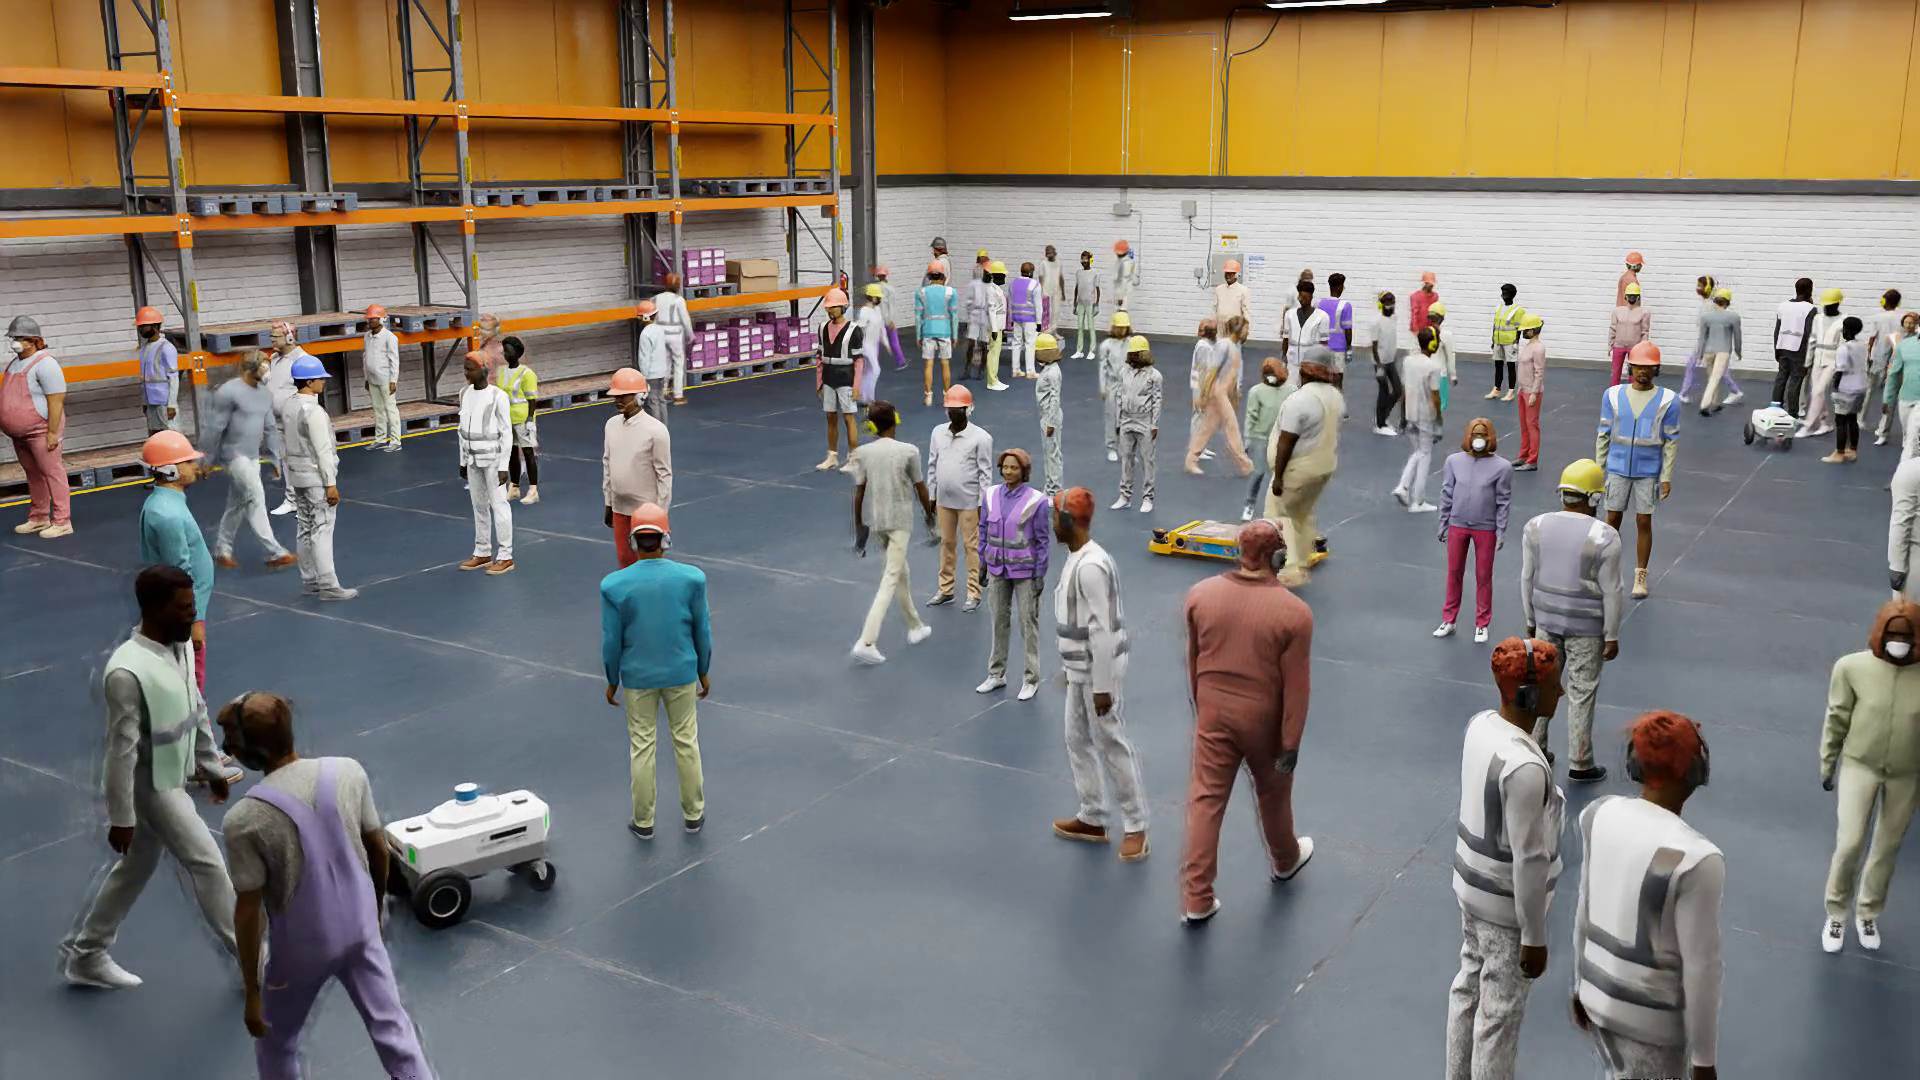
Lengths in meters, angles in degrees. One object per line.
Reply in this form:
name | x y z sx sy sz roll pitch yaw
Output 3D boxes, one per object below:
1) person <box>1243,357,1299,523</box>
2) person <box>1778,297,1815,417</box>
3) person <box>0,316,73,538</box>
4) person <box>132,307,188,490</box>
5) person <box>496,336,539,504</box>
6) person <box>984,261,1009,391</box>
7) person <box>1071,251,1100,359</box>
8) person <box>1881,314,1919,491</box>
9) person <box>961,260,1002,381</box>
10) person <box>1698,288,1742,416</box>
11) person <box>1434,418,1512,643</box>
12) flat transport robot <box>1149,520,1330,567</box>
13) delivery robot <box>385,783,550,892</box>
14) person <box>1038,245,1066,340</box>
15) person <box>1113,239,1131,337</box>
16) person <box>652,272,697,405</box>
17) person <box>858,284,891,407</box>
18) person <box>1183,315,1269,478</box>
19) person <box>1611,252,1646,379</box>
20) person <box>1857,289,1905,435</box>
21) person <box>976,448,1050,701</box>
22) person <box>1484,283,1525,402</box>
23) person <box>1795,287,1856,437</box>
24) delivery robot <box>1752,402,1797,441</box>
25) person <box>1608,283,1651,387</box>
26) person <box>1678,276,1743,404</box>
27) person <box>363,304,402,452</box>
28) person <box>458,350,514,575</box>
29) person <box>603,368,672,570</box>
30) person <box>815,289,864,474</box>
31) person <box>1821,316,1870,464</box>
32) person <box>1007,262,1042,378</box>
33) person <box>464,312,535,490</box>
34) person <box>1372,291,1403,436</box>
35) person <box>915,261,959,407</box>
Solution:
person | 3.014 -0.955 15.889 0.640 1.618 0.428 -3 13 -14
person | 11.345 -2.497 22.506 0.514 1.645 0.309 8 15 31
person | -8.551 -1.039 15.312 0.682 2.000 0.537 8 15 31
person | -8.388 -1.467 17.397 0.545 1.938 0.362 8 15 31
person | -4.482 -1.211 16.806 0.535 1.700 0.318 8 15 31
person | 0.557 -3.219 25.017 0.366 1.927 0.588 2 13 10
person | 2.181 -4.070 28.834 0.514 1.872 0.328 8 15 31
person | 10.161 -1.493 17.615 1.021 1.895 0.640 -9 16 -33
person | 0.319 -3.417 25.972 0.691 1.881 0.396 2 13 11
person | 10.284 -2.557 22.601 0.938 1.720 0.520 -11 17 -39
person | 3.704 -0.076 12.022 0.500 1.636 0.280 8 15 31
flat transport robot | 2.443 0.027 14.566 1.431 0.197 0.652 8 15 31
delivery robot | -2.307 1.387 7.828 0.707 0.478 0.477 -11 17 -37
person | 1.746 -4.687 31.615 0.577 1.826 0.388 -5 14 -21
person | 2.961 -4.555 30.709 0.387 1.989 0.724 -1 13 -6
person | -4.022 -2.839 23.501 0.612 1.865 0.500 9 16 34
person | -1.200 -2.671 23.044 0.569 1.745 0.555 5 14 20
person | 2.880 -1.552 18.125 0.954 1.771 0.581 5 14 21
person | 10.556 -3.541 26.264 0.381 1.994 0.614 0 13 2
person | 11.670 -2.253 21.061 0.498 1.815 0.924 3 13 13
person | 0.344 0.211 10.758 0.514 1.645 0.309 8 15 31
person | 7.826 -2.832 23.851 0.319 1.693 0.532 -7 15 -28
person | 10.751 -2.198 20.690 0.652 1.886 0.652 -4 14 -18
delivery robot | 9.790 -1.416 19.998 0.477 0.478 0.707 2 13 10
person | 9.178 -2.644 22.869 0.525 1.772 0.306 8 15 31
person | 10.675 -2.834 23.594 0.978 1.826 0.535 3 13 11
person | -6.907 -1.932 19.804 0.563 1.755 0.321 8 15 31
person | -3.999 -0.651 13.977 0.575 1.883 0.355 8 15 31
person | -2.336 -0.244 11.967 0.612 1.995 0.382 8 15 31
person | -1.352 -1.751 18.398 0.607 2.044 0.379 8 15 31
person | 10.139 -1.705 18.980 0.568 1.683 0.349 -8 15 -32
person | 1.047 -3.482 26.373 0.630 1.836 0.430 10 16 37
person | -4.916 -1.475 17.573 0.735 1.874 0.664 -7 15 -29
person | 5.326 -2.198 20.782 0.572 1.835 0.401 -11 17 -40
person | -0.327 -2.871 23.360 0.633 2.054 0.581 1 13 3
